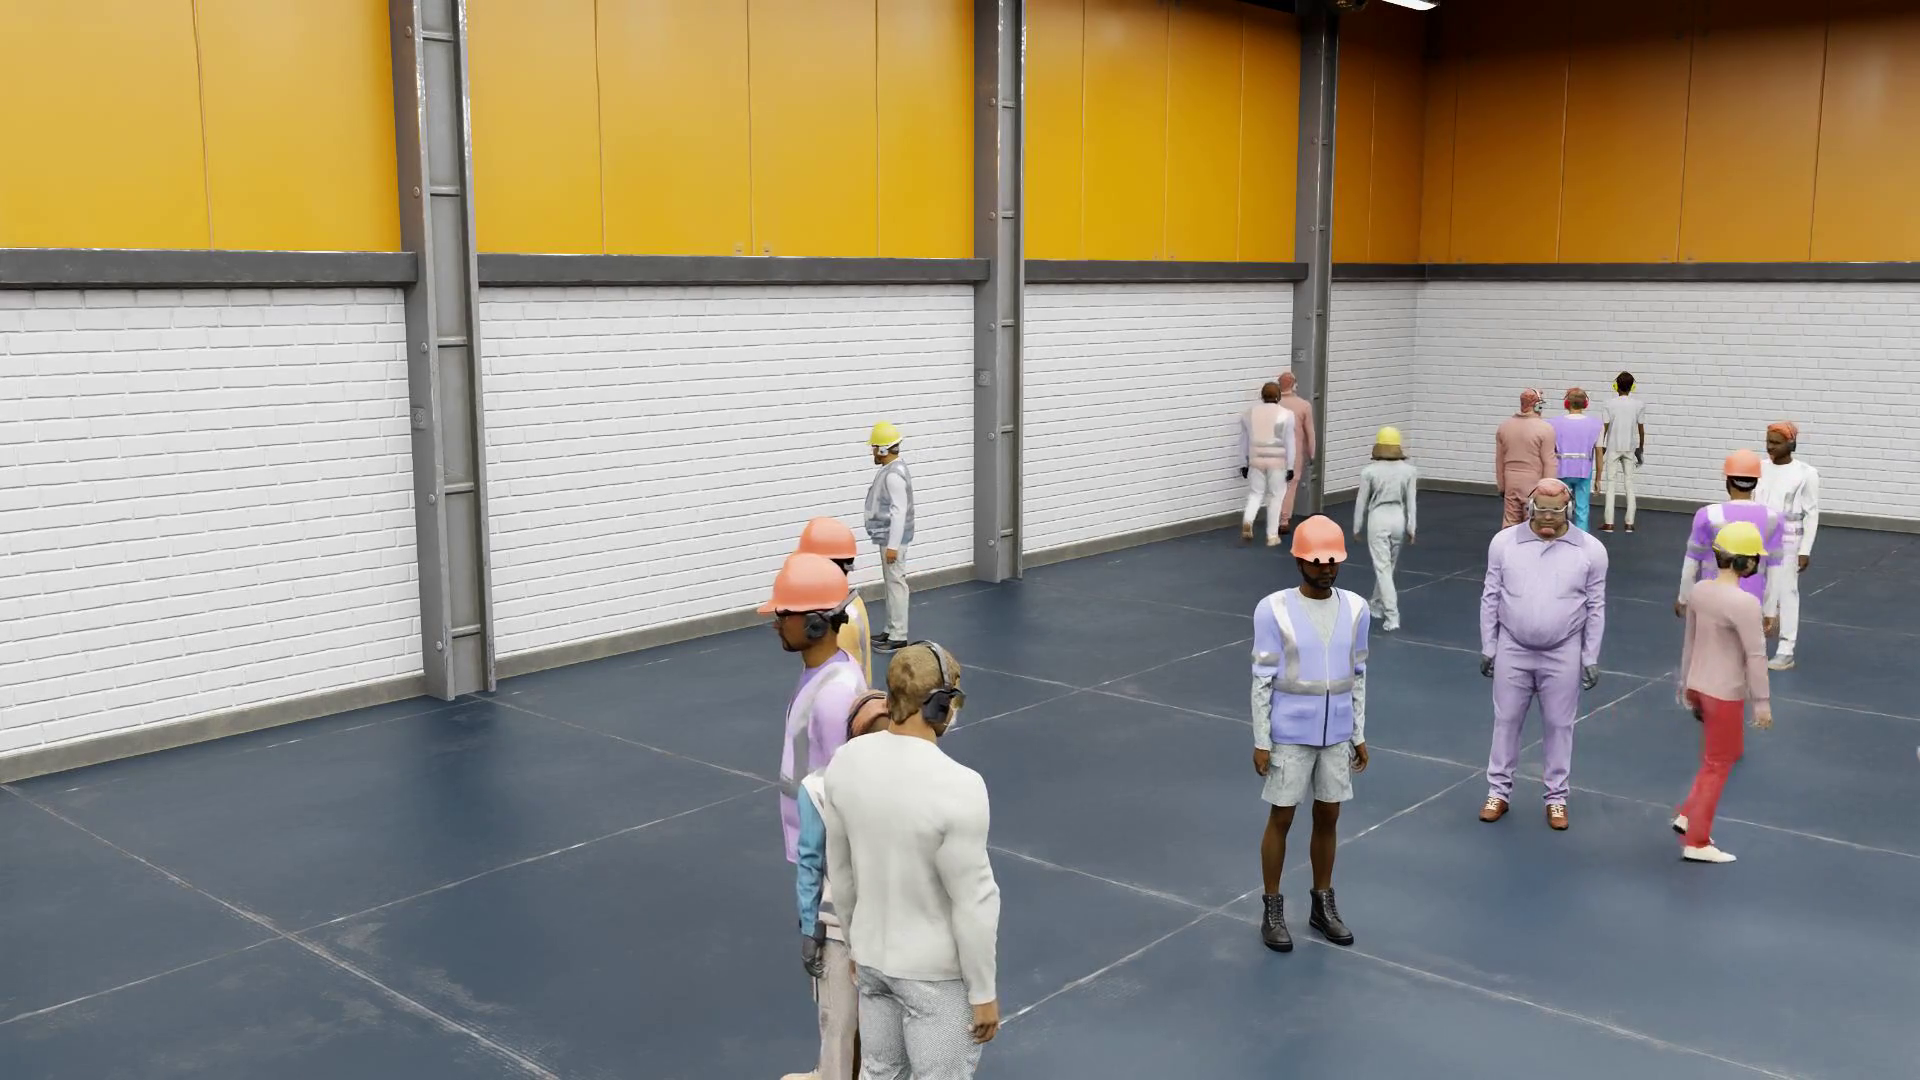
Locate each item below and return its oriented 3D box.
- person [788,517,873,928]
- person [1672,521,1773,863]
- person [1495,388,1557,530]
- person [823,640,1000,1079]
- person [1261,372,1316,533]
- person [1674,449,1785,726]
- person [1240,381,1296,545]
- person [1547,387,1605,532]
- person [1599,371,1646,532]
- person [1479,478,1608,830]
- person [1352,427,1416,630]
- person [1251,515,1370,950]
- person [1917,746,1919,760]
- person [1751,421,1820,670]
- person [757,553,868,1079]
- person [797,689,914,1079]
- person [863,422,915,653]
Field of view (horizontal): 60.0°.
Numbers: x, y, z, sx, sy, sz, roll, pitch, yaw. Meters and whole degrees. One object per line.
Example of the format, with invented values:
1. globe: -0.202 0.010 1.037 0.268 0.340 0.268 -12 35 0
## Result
1. person: -0.556 0.859 7.282 0.372 1.939 0.544 -1 9 -4
2. person: 3.857 0.776 8.409 0.412 1.754 0.534 0 9 -2
3. person: 5.431 -0.496 15.892 0.403 1.911 0.637 -6 11 -33
4. person: -0.126 1.247 4.867 0.627 1.934 0.372 8 12 43
5. person: 3.804 -1.024 19.375 0.658 1.859 0.969 5 10 27
6. person: 4.888 0.365 10.558 0.546 1.890 0.996 0 9 1
7. person: 3.364 -0.825 18.233 0.629 1.829 0.557 6 11 33
8. person: 6.204 -0.619 16.864 0.606 1.843 0.425 2 9 11
9. person: 7.663 -1.019 19.298 0.532 1.868 0.310 1 9 8
10. person: 3.123 0.609 8.973 0.636 1.904 0.405 4 10 23
11. person: 3.612 -0.111 14.124 0.501 1.698 0.891 -1 9 -8
12. person: 1.559 0.848 7.354 0.552 1.937 0.356 -2 9 -14
13. person: 6.013 0.537 9.691 0.660 1.812 0.853 0 9 1
14. person: 6.184 0.040 12.610 0.337 1.879 0.584 -5 10 -28
15. person: -0.488 1.054 5.733 0.390 2.040 0.614 -1 9 -8
16. person: -0.285 1.294 5.516 0.516 1.631 0.333 -3 9 -16
17. person: -0.561 -0.023 13.169 0.404 1.828 0.591 -1 9 -5
